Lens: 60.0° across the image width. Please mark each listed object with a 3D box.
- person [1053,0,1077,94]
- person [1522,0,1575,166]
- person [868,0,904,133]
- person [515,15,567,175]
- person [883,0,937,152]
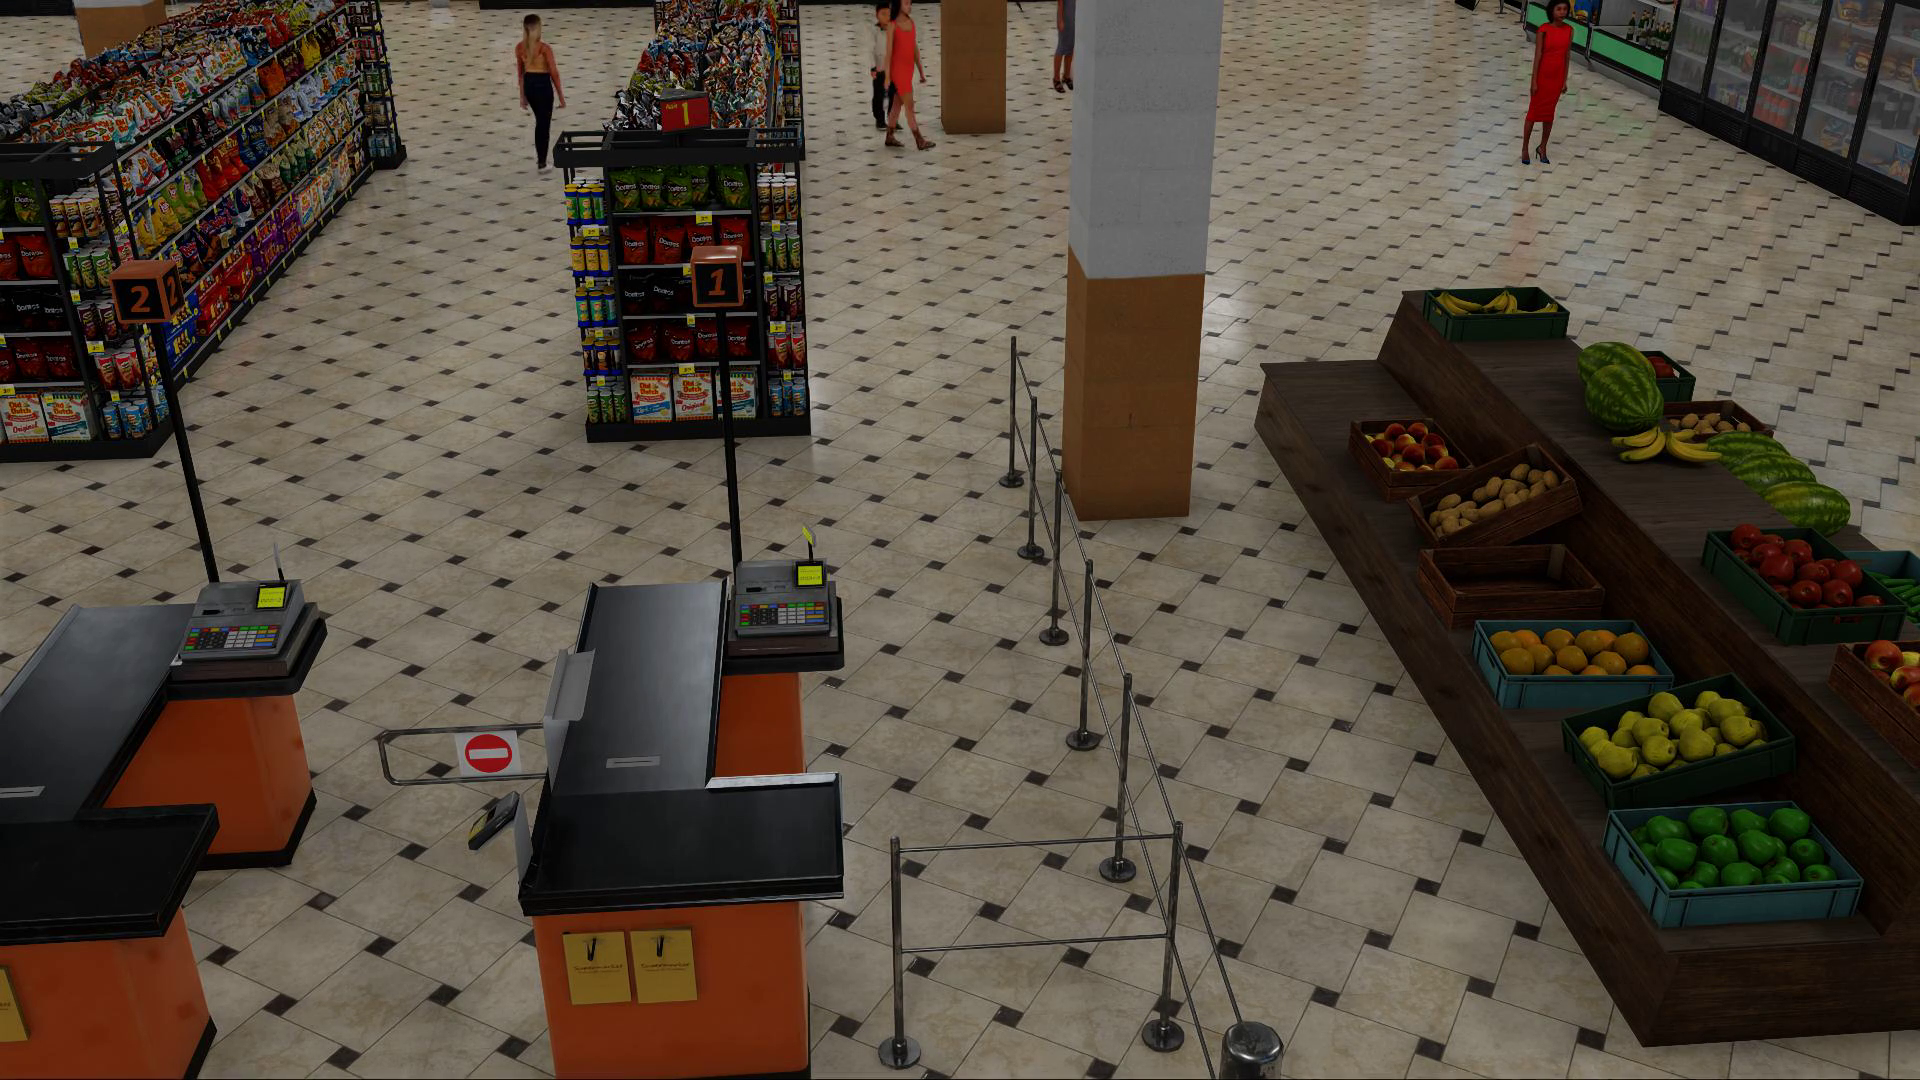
[{"bbox_3d":[1.368,-6.606,21.092,0.729,1.781,0.674,22,34,36],"label":"person"},{"bbox_3d":[6.290,-4.919,17.807,0.576,1.744,0.511,-4,27,-9],"label":"person"},{"bbox_3d":[-0.903,-5.465,19.220,0.722,1.439,0.780,-13,30,-24],"label":"person"},{"bbox_3d":[-4.434,-4.630,17.379,0.670,1.615,0.695,8,28,16],"label":"person"},{"bbox_3d":[-0.713,-5.156,18.329,1.021,1.694,1.005,17,31,29],"label":"person"}]
